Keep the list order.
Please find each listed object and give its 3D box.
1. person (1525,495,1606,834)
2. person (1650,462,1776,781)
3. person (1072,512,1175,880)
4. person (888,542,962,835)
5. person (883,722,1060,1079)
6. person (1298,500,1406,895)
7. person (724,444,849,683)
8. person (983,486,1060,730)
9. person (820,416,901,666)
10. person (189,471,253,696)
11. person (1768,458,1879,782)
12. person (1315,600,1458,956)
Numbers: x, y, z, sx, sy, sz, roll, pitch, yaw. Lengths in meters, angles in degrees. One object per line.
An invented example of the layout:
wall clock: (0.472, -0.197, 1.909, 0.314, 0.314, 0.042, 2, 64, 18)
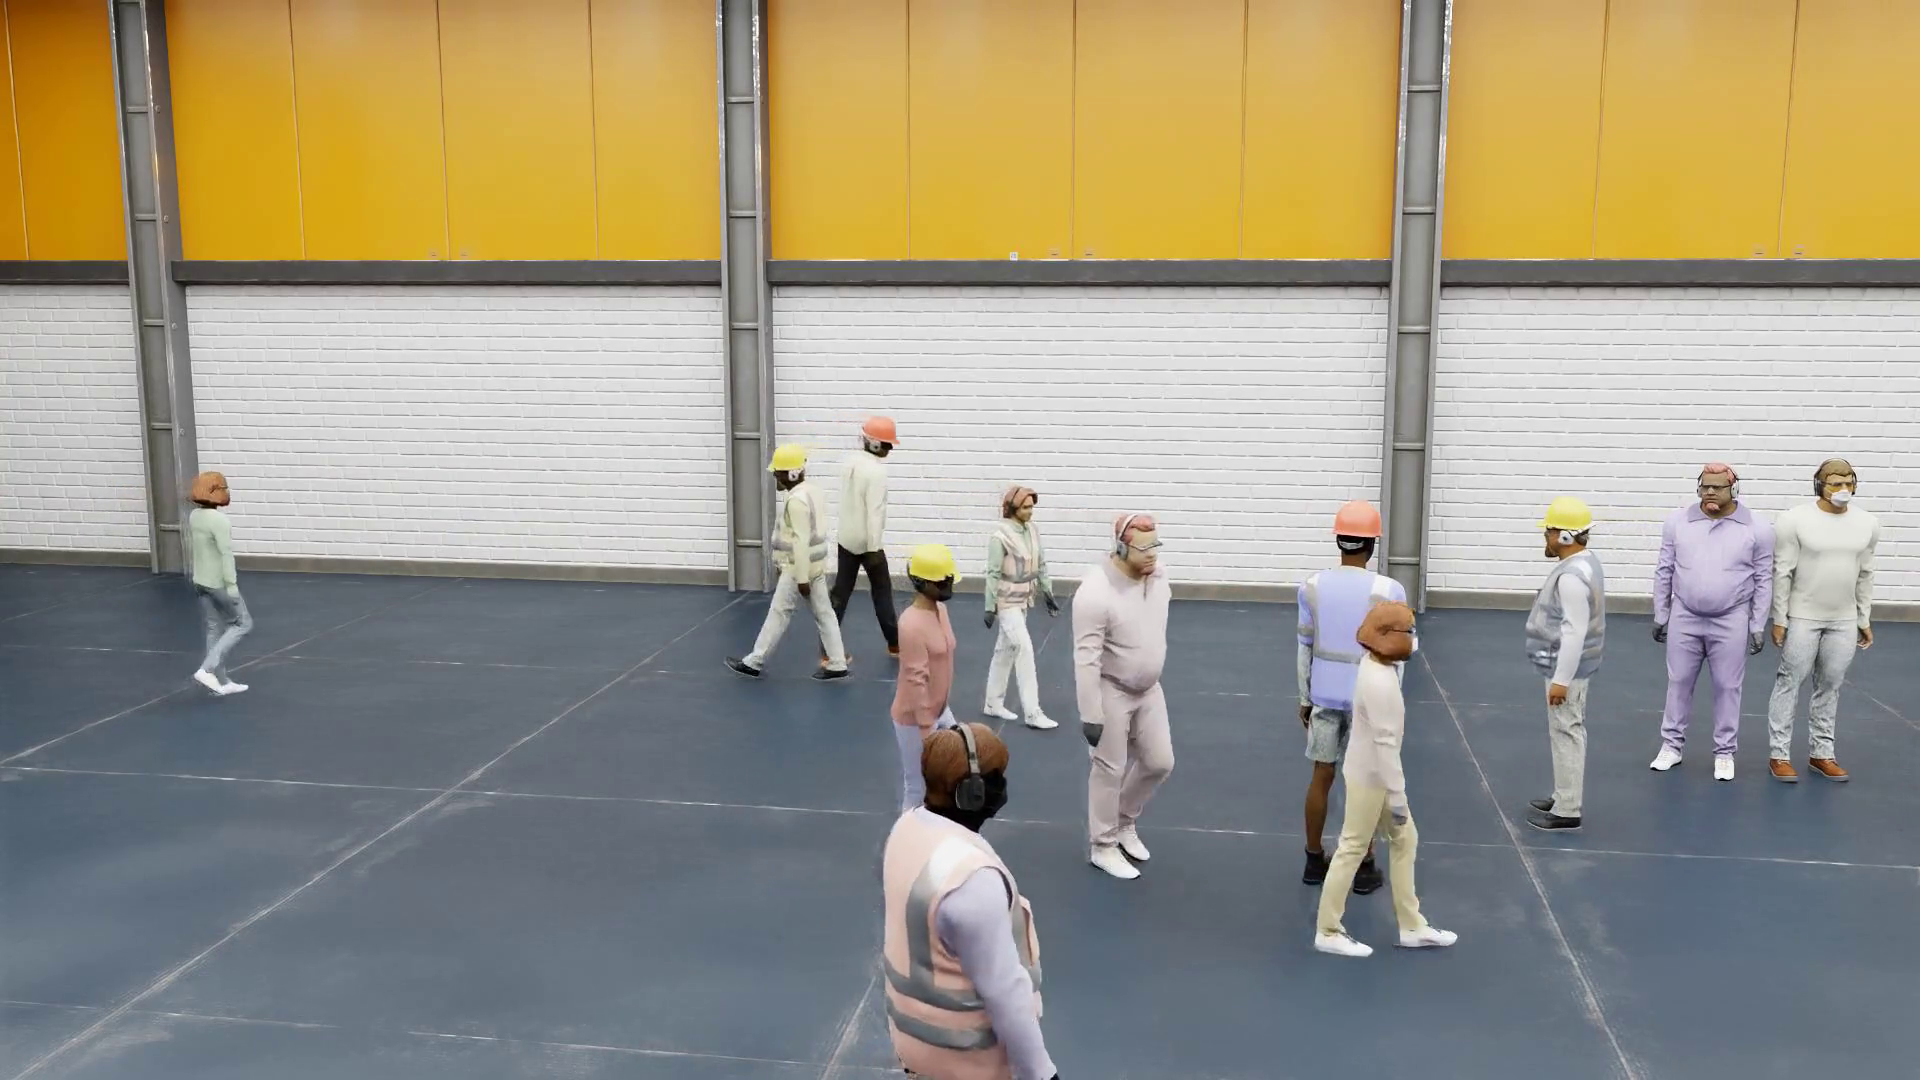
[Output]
person: (3.269, 0.669, 9.012, 0.404, 1.830, 0.600, 4, 10, 24)
person: (4.475, 0.480, 9.947, 0.651, 1.906, 0.403, 6, 11, 34)
person: (0.807, 0.776, 8.223, 0.676, 1.874, 0.477, -9, 13, -42)
person: (-0.147, 0.865, 8.099, 0.381, 1.745, 0.527, 4, 10, 21)
person: (0.033, 1.393, 4.643, 0.829, 1.808, 0.626, -2, 9, -14)
person: (1.915, 0.764, 8.151, 0.540, 1.930, 0.382, 7, 11, 36)
person: (-1.258, 0.182, 12.161, 0.957, 1.771, 0.600, 2, 9, 10)
person: (0.445, 0.450, 11.058, 0.740, 1.607, 0.513, 5, 11, 30)
person: (-0.687, 0.005, 12.796, 0.966, 1.922, 0.701, -6, 11, -32)
person: (-5.264, 0.316, 11.803, 0.517, 1.621, 0.360, 7, 12, 39)
person: (5.113, 0.475, 9.878, 0.627, 1.941, 0.372, 0, 9, -2)
person: (1.916, 1.059, 7.273, 0.725, 1.603, 0.534, 2, 9, 14)
